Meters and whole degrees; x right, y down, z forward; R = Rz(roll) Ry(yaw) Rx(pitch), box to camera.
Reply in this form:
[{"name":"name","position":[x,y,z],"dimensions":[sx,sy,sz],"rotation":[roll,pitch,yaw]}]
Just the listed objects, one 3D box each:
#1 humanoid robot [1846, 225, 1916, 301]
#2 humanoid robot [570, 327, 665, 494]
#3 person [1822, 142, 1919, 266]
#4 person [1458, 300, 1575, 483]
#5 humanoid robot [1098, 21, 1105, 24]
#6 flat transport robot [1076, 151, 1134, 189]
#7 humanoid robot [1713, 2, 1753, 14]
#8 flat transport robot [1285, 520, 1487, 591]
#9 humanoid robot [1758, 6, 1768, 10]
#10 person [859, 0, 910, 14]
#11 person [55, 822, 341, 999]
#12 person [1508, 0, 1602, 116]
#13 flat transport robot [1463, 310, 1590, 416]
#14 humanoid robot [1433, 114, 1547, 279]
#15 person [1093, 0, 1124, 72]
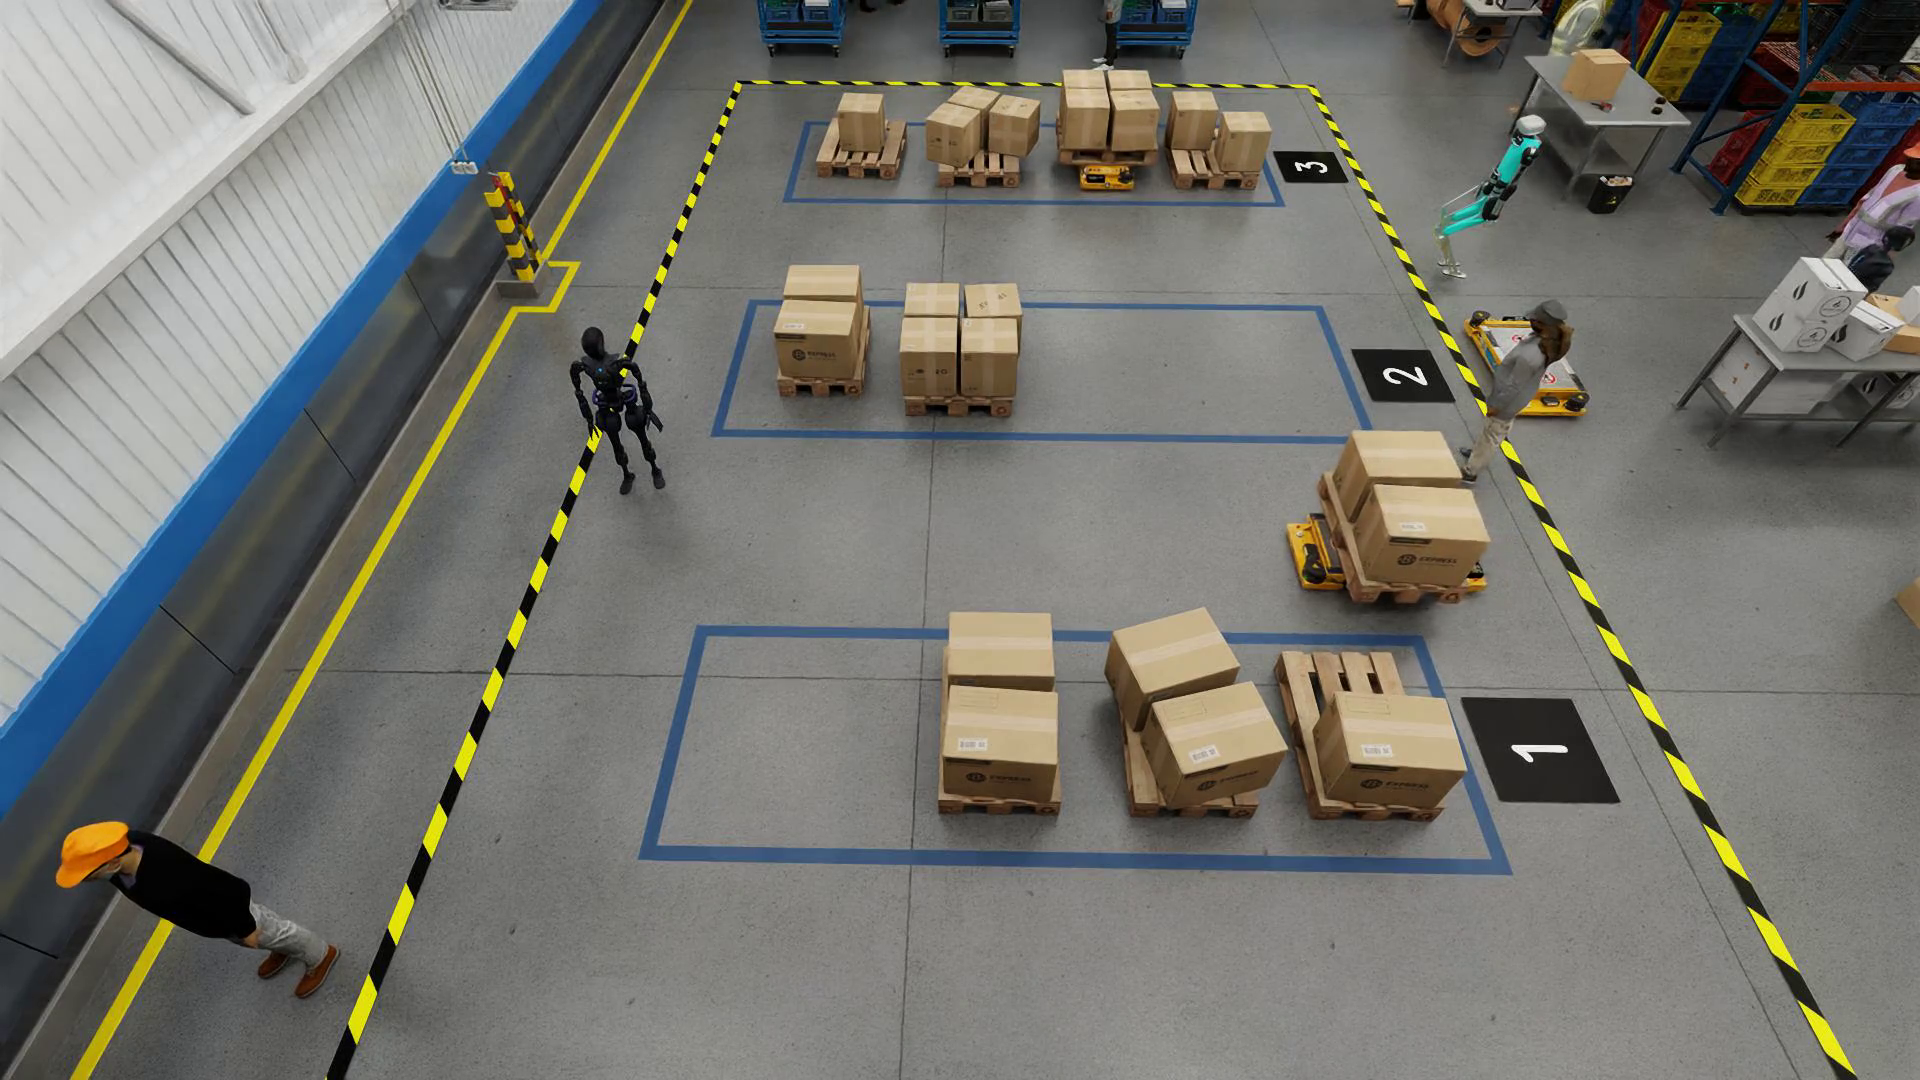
[{"name":"humanoid robot","position":[8.094,-2.174,8.528],"dimensions":[0.762,1.652,0.599],"rotation":[12,50,10]},{"name":"humanoid robot","position":[-2.773,-1.040,7.493],"dimensions":[0.599,1.655,0.315],"rotation":[-8,50,-7]},{"name":"person","position":[8.716,-2.912,8.881],"dimensions":[0.376,2.045,0.605],"rotation":[3,49,2]},{"name":"person","position":[4.555,-1.200,7.582],"dimensions":[0.404,1.763,0.563],"rotation":[36,58,27]},{"name":"humanoid robot","position":[2.644,-8.870,14.309],"dimensions":[0.775,1.627,0.607],"rotation":[-13,50,-11]},{"name":"flat transport robot","position":[1.845,-4.976,11.822],"dimensions":[0.652,0.197,1.431],"rotation":[1,49,1]},{"name":"humanoid robot","position":[11.202,-7.887,13.303],"dimensions":[0.735,1.673,0.533],"rotation":[-32,56,-25]},{"name":"flat transport robot","position":[3.448,0.092,7.435],"dimensions":[1.431,0.197,0.652],"rotation":[1,49,1]},{"name":"humanoid robot","position":[13.419,-9.592,14.894],"dimensions":[0.315,1.657,0.599],"rotation":[-20,52,-16]},{"name":"person","position":[-1.255,-9.493,14.657],"dimensions":[0.966,1.915,0.640],"rotation":[-5,49,-4]},{"name":"person","position":[-3.921,1.938,4.787],"dimensions":[0.590,1.883,0.371],"rotation":[18,52,15]},{"name":"person","position":[8.040,-6.478,12.111],"dimensions":[0.688,1.826,0.633],"rotation":[13,50,11]},{"name":"flat transport robot","position":[5.573,-1.757,9.054],"dimensions":[0.659,0.231,1.431],"rotation":[1,49,1]},{"name":"humanoid robot","position":[5.367,-3.570,9.560],"dimensions":[0.735,1.681,0.533],"rotation":[8,50,7]},{"name":"person","position":[2.177,-7.765,13.207],"dimensions":[0.371,1.852,0.590],"rotation":[5,49,4]}]
